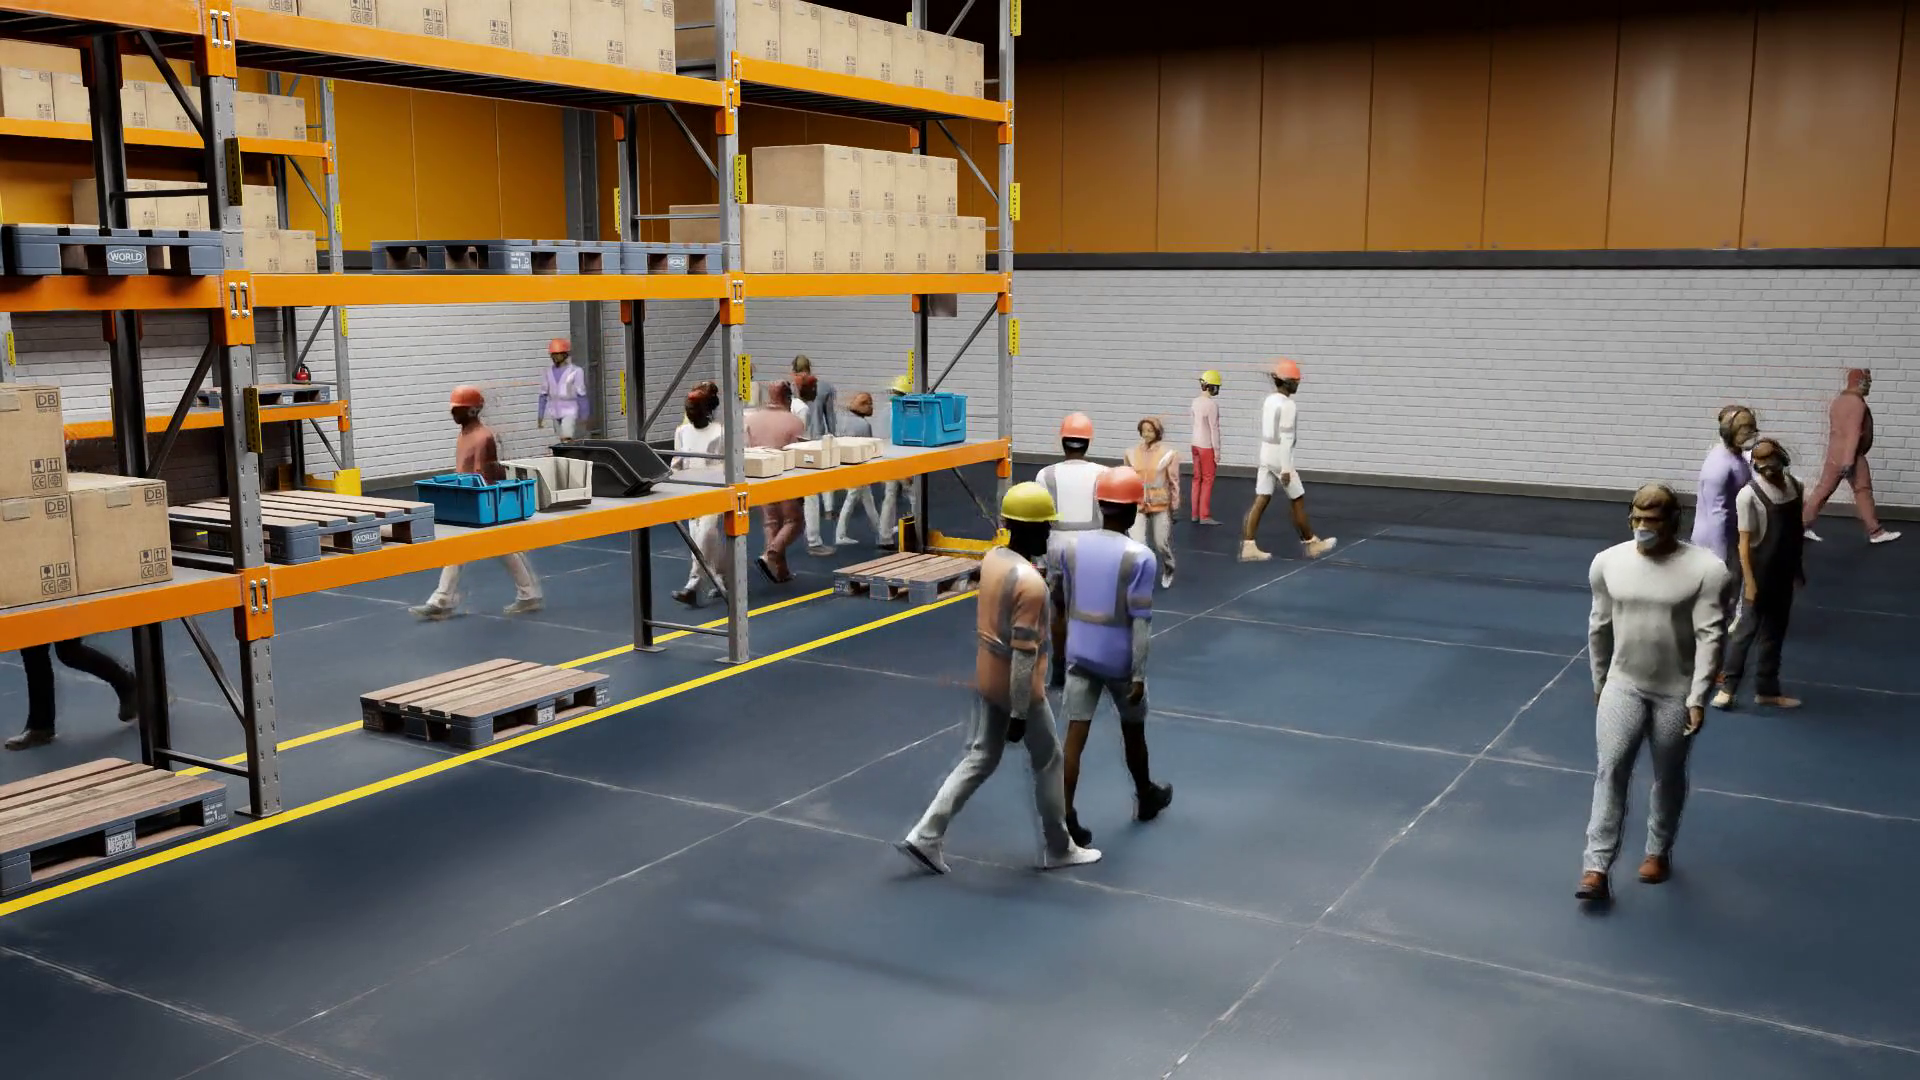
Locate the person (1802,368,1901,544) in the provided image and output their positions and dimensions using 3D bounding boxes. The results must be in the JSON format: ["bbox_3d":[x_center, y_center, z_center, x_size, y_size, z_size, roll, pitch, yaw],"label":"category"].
[{"bbox_3d":[9.350,-0.874,17.490,1.055,1.854,0.657,1,9,5],"label":"person"}]

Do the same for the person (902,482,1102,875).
[{"bbox_3d":[0.198,0.662,7.782,0.941,1.893,0.601,-4,10,-22],"label":"person"}]

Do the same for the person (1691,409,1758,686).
[{"bbox_3d":[5.278,0.049,11.507,0.396,1.919,0.635,6,11,35],"label":"person"}]

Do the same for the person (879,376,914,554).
[{"bbox_3d":[-0.490,-0.753,16.838,0.791,1.802,0.621,-5,10,-27],"label":"person"}]

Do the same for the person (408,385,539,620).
[{"bbox_3d":[-3.989,-0.307,13.681,1.067,1.936,0.637,-7,11,-37],"label":"person"}]

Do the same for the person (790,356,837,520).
[{"bbox_3d":[-1.796,-1.191,19.331,0.722,1.874,0.966,-5,10,-27],"label":"person"}]

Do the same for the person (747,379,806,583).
[{"bbox_3d":[-1.675,-0.515,15.125,0.648,1.887,0.576,6,11,33],"label":"person"}]

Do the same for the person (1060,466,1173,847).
[{"bbox_3d":[0.754,0.572,8.343,0.565,1.884,0.986,6,11,33],"label":"person"}]

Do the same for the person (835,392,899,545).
[{"bbox_3d":[-0.979,-0.751,17.498,0.791,1.592,0.516,-4,10,-22],"label":"person"}]

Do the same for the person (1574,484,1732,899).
[{"bbox_3d":[3.092,0.701,7.509,0.630,1.892,0.958,6,11,35],"label":"person"}]

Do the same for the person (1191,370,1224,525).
[{"bbox_3d":[2.797,-1.038,18.795,0.331,1.754,0.525,-3,10,-21],"label":"person"}]

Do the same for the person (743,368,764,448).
[{"bbox_3d":[-2.852,-1.574,22.561,0.322,1.620,0.580,8,12,40],"label":"person"}]

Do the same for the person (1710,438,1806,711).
[{"bbox_3d":[5.222,0.229,10.760,0.637,1.806,0.340,-4,10,-24],"label":"person"}]

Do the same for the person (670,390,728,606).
[{"bbox_3d":[-2.251,-0.361,14.303,0.568,1.833,0.951,6,11,32],"label":"person"}]

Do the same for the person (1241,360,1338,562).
[{"bbox_3d":[3.237,-0.776,16.411,1.022,1.987,0.633,-3,10,-17],"label":"person"}]

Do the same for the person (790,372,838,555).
[{"bbox_3d":[-1.637,-0.758,16.770,0.664,1.852,0.633,-4,10,-24],"label":"person"}]

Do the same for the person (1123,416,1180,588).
[{"bbox_3d":[1.685,-0.291,14.556,0.521,1.620,0.677,4,10,22],"label":"person"}]

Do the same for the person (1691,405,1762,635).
[{"bbox_3d":[5.998,-0.143,12.976,0.447,1.827,0.639,-2,9,-12],"label":"person"}]

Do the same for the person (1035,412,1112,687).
[{"bbox_3d":[0.784,0.091,11.241,0.552,1.908,0.724,1,9,6],"label":"person"}]

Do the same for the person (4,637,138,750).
[{"bbox_3d":[-5.438,0.249,10.088,0.624,1.970,0.771,5,10,29],"label":"person"}]

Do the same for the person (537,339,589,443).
[{"bbox_3d":[-5.273,-1.665,21.993,0.633,1.983,1.068,3,10,20],"label":"person"}]

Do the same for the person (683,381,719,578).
[{"bbox_3d":[-2.371,-0.568,15.587,0.430,1.845,0.619,-3,10,-20],"label":"person"}]
